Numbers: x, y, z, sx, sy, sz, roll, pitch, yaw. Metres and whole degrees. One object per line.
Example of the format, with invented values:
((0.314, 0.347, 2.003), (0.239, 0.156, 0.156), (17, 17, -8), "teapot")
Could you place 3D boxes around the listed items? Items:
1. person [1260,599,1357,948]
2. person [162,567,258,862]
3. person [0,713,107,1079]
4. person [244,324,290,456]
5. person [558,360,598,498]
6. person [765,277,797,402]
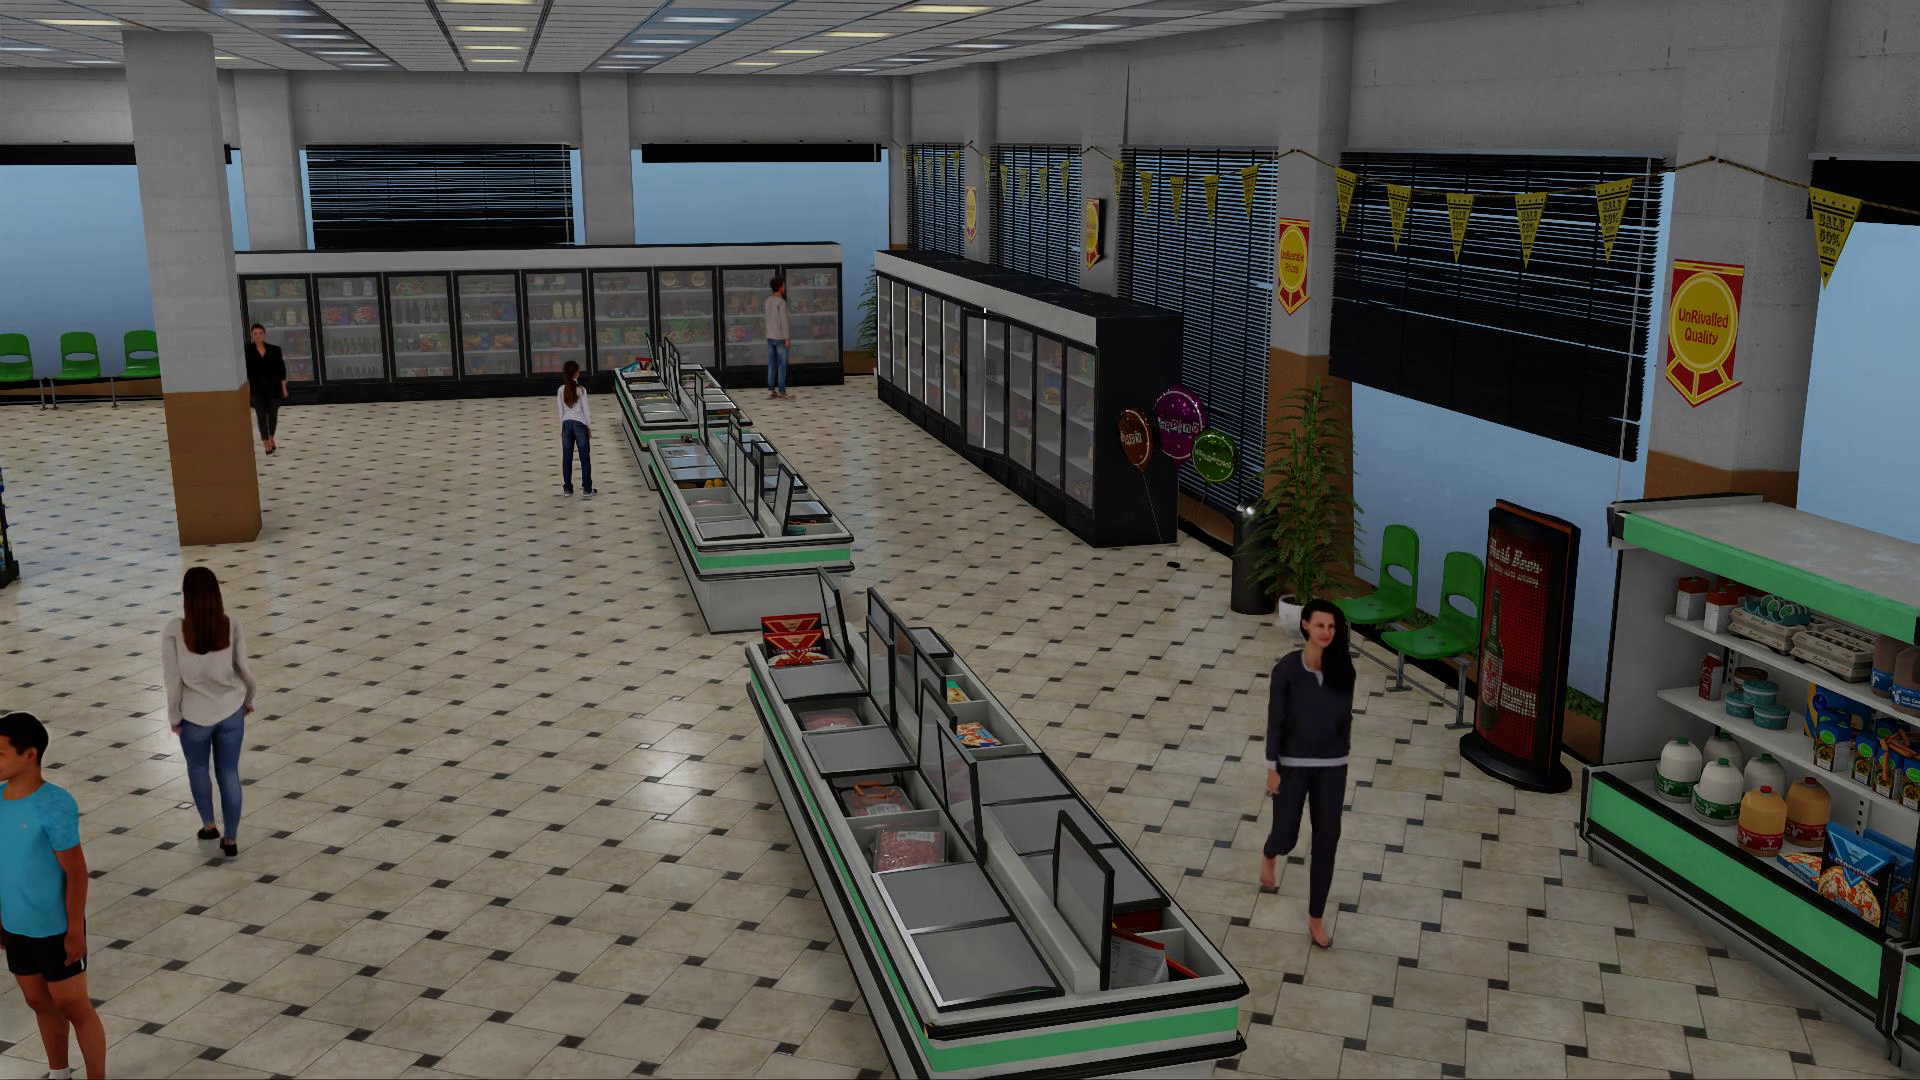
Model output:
((1.757, 1.146, 8.543), (0.705, 1.754, 0.974), (-2, 14, -7), "person")
((-4.168, 0.998, 9.316), (0.722, 1.677, 0.729), (-8, 16, -31), "person")
((-3.739, 1.557, 6.805), (0.688, 1.774, 0.722), (6, 15, 24), "person")
((-8.920, -1.924, 21.386), (0.813, 1.667, 1.163), (-7, 15, -27), "person")
((-4.387, -1.269, 18.915), (0.601, 1.559, 0.623), (2, 14, 6), "person")
((-2.840, -3.139, 25.895), (0.812, 1.902, 0.676), (-12, 18, -42), "person")
